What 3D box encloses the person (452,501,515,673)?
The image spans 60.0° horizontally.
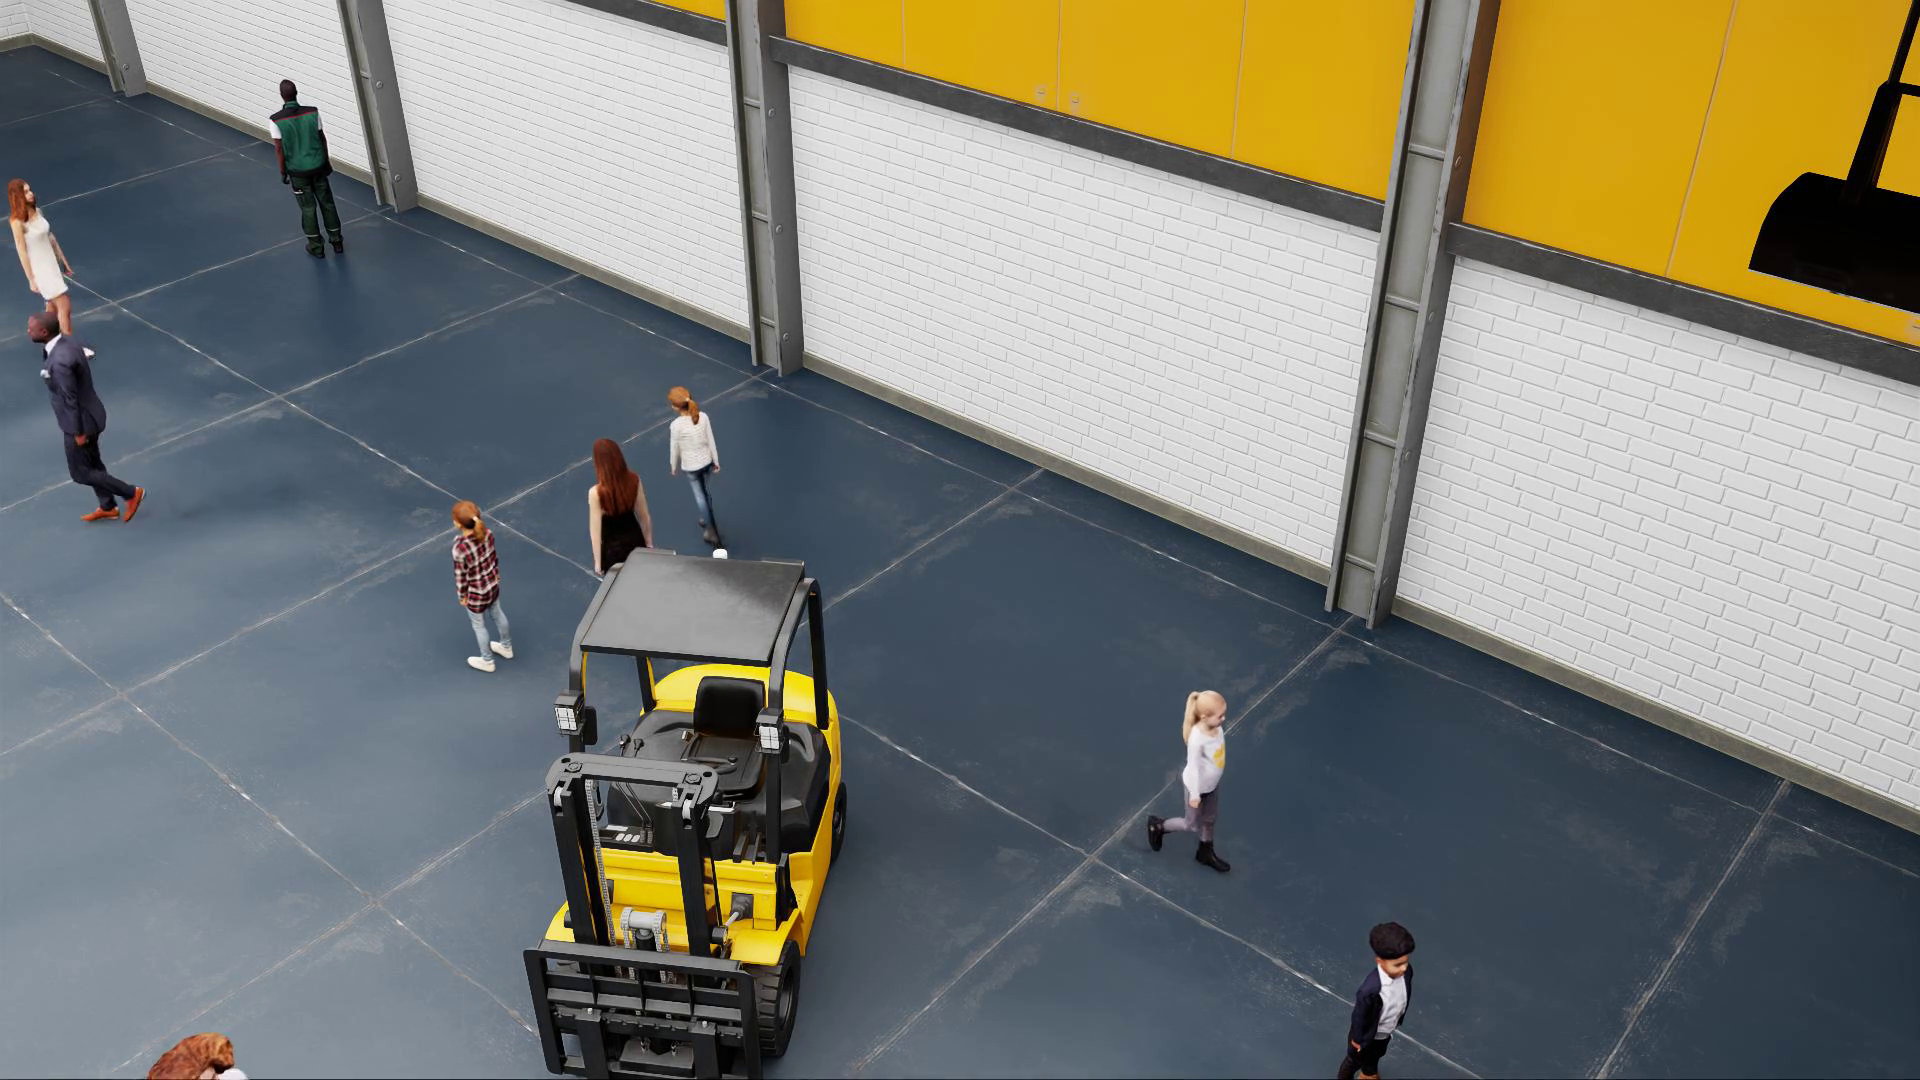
[{"bbox_3d":[-3.258,0.305,11.311,0.541,1.305,0.556,18,38,25],"label":"person"}]

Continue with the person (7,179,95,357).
[{"bbox_3d":[-8.411,-2.463,15.114,0.814,1.703,0.744,3,34,5],"label":"person"}]

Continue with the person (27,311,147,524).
[{"bbox_3d":[-6.628,-0.915,12.692,0.931,1.807,0.865,-12,36,-18],"label":"person"}]

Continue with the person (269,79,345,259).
[{"bbox_3d":[-6.682,-3.797,16.999,0.735,1.838,0.676,-23,40,-31],"label":"person"}]

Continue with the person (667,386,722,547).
[{"bbox_3d":[-1.955,-0.538,12.587,0.551,1.295,0.650,-16,37,-22],"label":"person"}]

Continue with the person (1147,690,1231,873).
[{"bbox_3d":[1.357,1.396,9.701,0.755,1.269,0.508,22,40,30],"label":"person"}]

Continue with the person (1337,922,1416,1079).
[{"bbox_3d":[2.067,2.369,8.279,0.549,1.223,0.546,-20,38,-27],"label":"person"}]

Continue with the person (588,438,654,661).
[{"bbox_3d":[-2.231,0.106,11.236,0.815,1.717,0.625,28,43,36],"label":"person"}]

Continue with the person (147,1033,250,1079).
[{"bbox_3d":[-3.243,2.753,7.271,0.695,1.698,0.721,16,37,22],"label":"person"}]
